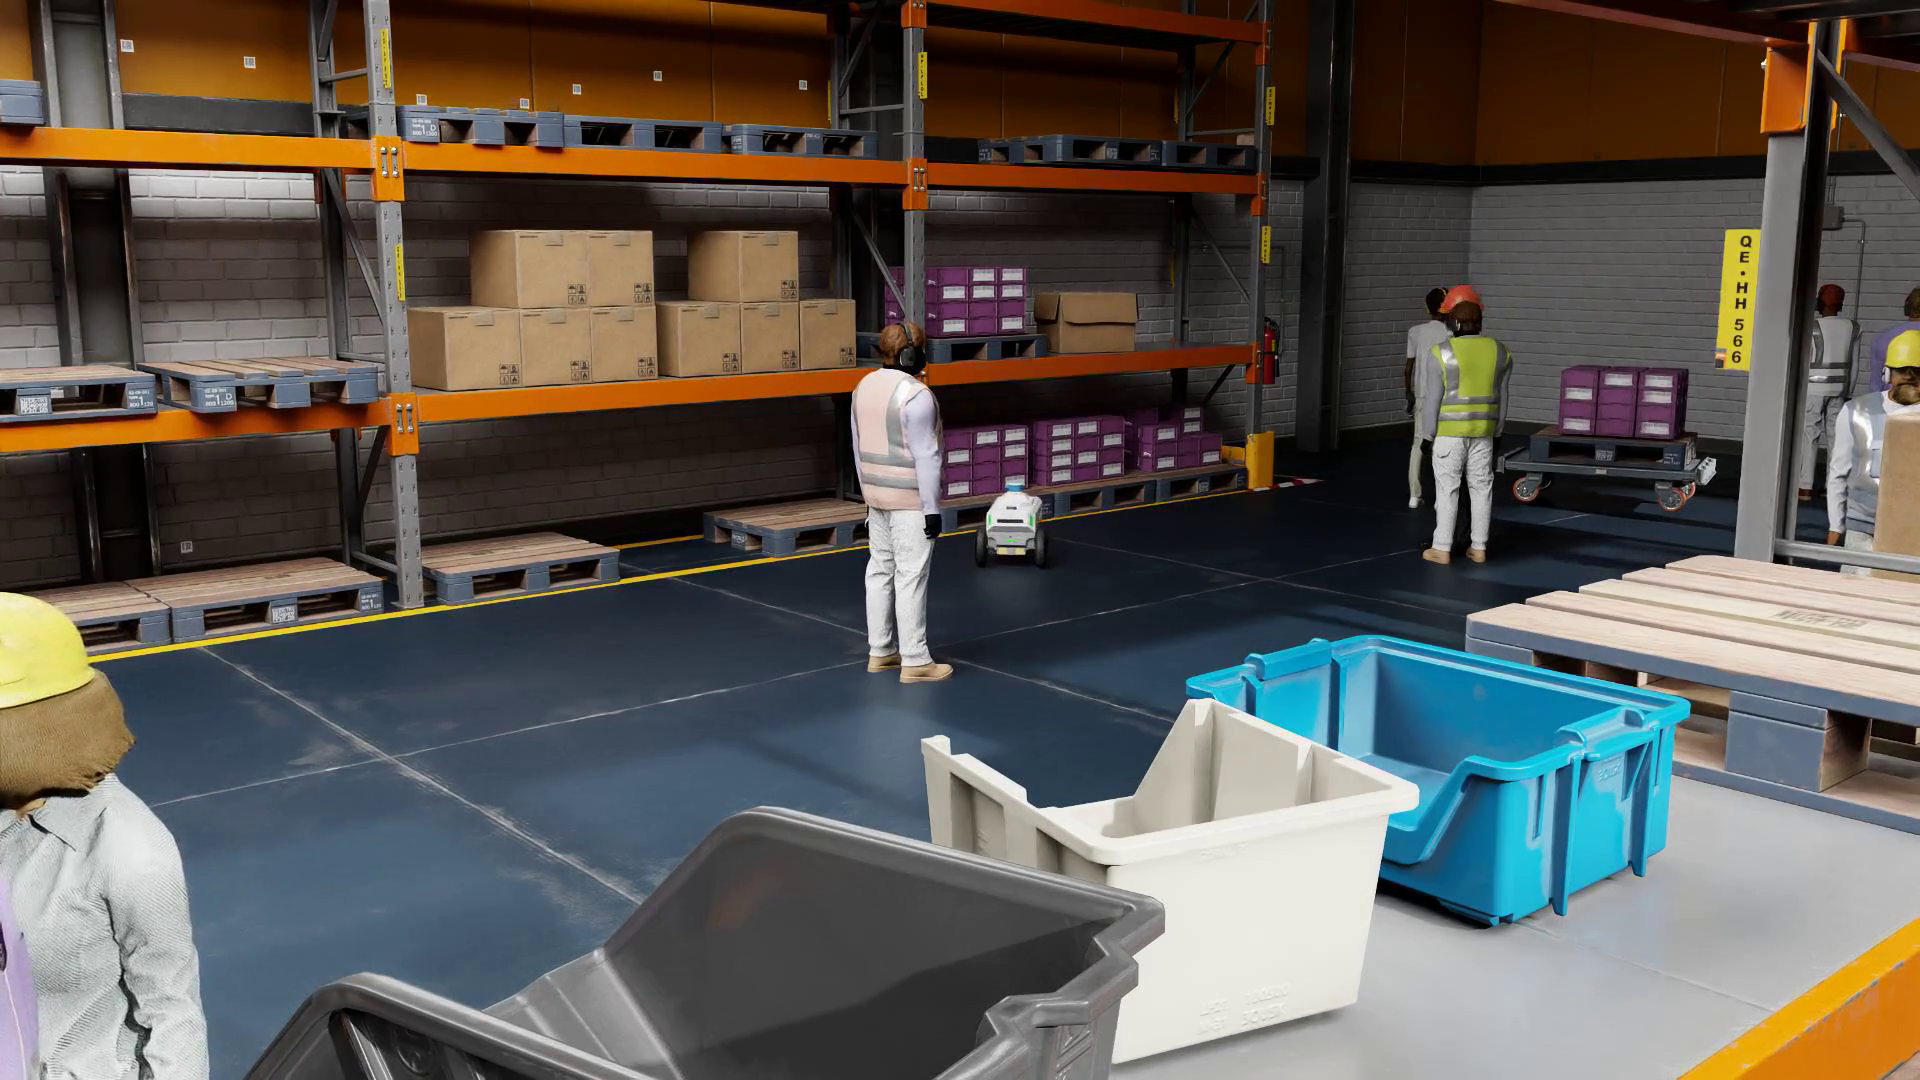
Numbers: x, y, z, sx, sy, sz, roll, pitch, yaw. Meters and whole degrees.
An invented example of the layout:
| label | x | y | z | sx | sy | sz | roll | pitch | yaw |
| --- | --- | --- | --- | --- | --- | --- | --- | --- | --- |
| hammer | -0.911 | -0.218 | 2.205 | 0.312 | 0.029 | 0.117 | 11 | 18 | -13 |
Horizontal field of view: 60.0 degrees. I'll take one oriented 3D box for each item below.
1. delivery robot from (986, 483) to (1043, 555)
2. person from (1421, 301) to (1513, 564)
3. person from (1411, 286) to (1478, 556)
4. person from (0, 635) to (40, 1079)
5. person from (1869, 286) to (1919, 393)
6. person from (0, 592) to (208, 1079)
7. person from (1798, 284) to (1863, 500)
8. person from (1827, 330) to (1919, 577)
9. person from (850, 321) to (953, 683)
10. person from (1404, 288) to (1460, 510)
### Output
| label | x | y | z | sx | sy | sz | roll | pitch | yaw |
| --- | --- | --- | --- | --- | --- | --- | --- | --- | --- |
| delivery robot | 0.388 | -0.160 | 11.685 | 0.477 | 0.478 | 0.707 | 1 | 10 | 7 |
| person | 3.512 | -0.746 | 11.642 | 0.624 | 1.840 | 0.429 | -2 | 10 | -9 |
| person | 3.554 | -0.836 | 11.921 | 0.493 | 1.934 | 0.557 | -3 | 11 | -17 |
| person | -1.278 | 0.920 | 2.060 | 0.375 | 1.922 | 0.594 | -3 | 11 | -16 |
| person | 6.882 | -0.866 | 12.045 | 0.373 | 1.935 | 0.628 | -5 | 11 | -27 |
| person | -1.360 | 0.927 | 2.534 | 0.492 | 1.740 | 0.325 | 5 | 11 | 27 |
| person | 7.529 | -1.282 | 14.512 | 0.576 | 1.884 | 0.354 | -1 | 10 | -6 |
| person | 4.458 | -0.082 | 7.931 | 0.591 | 1.833 | 0.404 | 4 | 11 | 23 |
| person | -0.286 | -0.194 | 8.533 | 0.429 | 1.843 | 0.633 | -8 | 13 | -37 |
| person | 3.991 | -1.185 | 14.025 | 0.514 | 1.866 | 0.332 | 8 | 13 | 39 |
